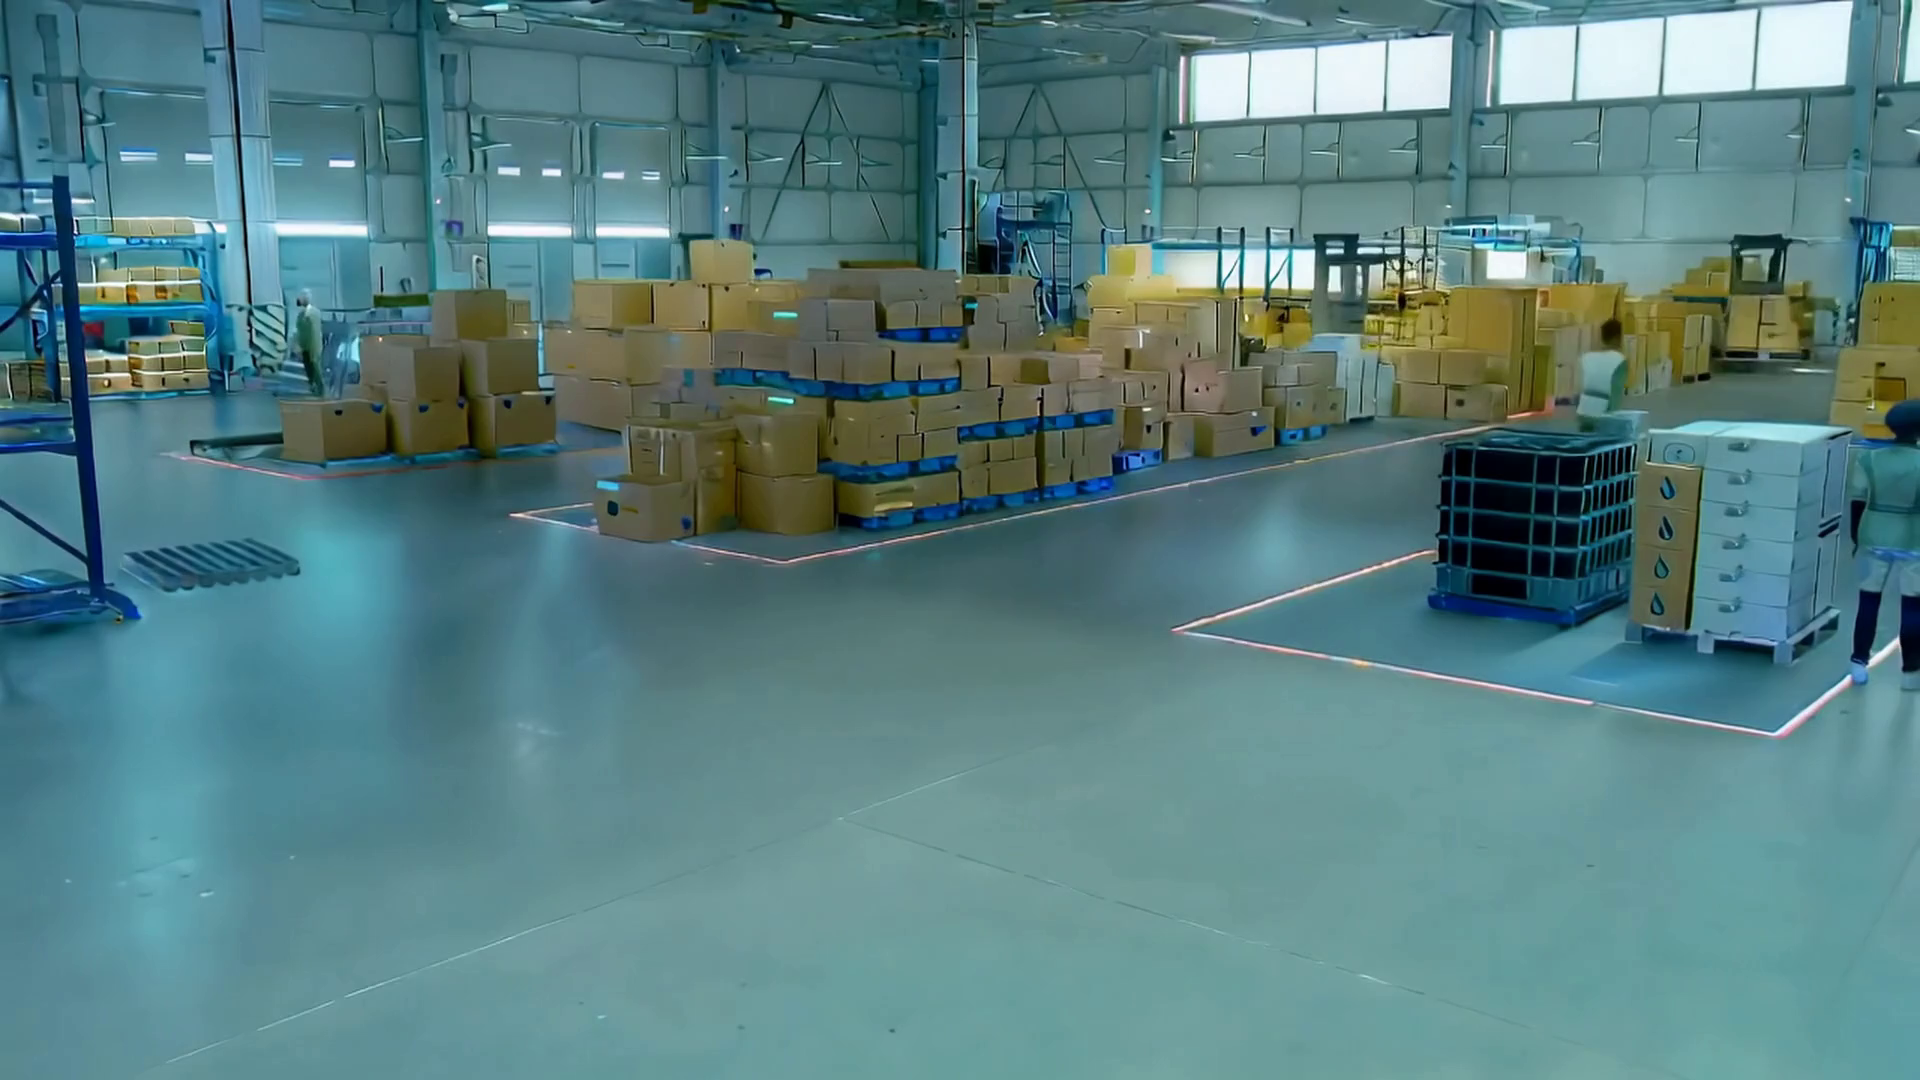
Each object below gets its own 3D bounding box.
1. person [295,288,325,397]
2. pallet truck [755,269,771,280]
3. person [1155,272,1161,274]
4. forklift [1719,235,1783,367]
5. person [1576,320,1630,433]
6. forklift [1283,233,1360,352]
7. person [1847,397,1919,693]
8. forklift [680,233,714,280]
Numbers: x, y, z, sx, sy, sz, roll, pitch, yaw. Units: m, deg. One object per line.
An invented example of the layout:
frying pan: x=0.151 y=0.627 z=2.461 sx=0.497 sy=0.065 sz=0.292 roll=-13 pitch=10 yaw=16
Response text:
person: x=-10.121 y=-2.957 z=25.916 sx=0.372 sy=1.936 sz=0.629 roll=-6 pitch=11 yaw=-29
pallet truck: x=-4.996 y=-6.432 z=45.525 sx=1.885 sy=1.965 sz=0.823 roll=-6 pitch=12 yaw=-32
person: x=4.986 y=-5.809 z=42.149 sx=0.545 sy=1.939 sz=0.354 roll=-5 pitch=11 yaw=-28
forklift: x=17.235 y=-5.222 z=36.123 sx=1.129 sy=2.768 sz=1.873 roll=4 pitch=11 yaw=20
person: x=6.182 y=-1.183 z=16.042 sx=1.019 sy=1.863 sz=0.612 roll=-4 pitch=11 yaw=-20
forklift: x=7.339 y=-4.615 z=32.668 sx=1.129 sy=2.768 sz=1.873 roll=-6 pitch=11 yaw=-29
person: x=5.394 y=0.030 z=9.586 sx=0.535 sy=1.697 sz=0.322 roll=9 pitch=13 yaw=41
forklift: x=-5.114 y=-4.592 z=32.538 sx=1.873 sy=2.768 sz=1.129 roll=3 pitch=10 yaw=14
